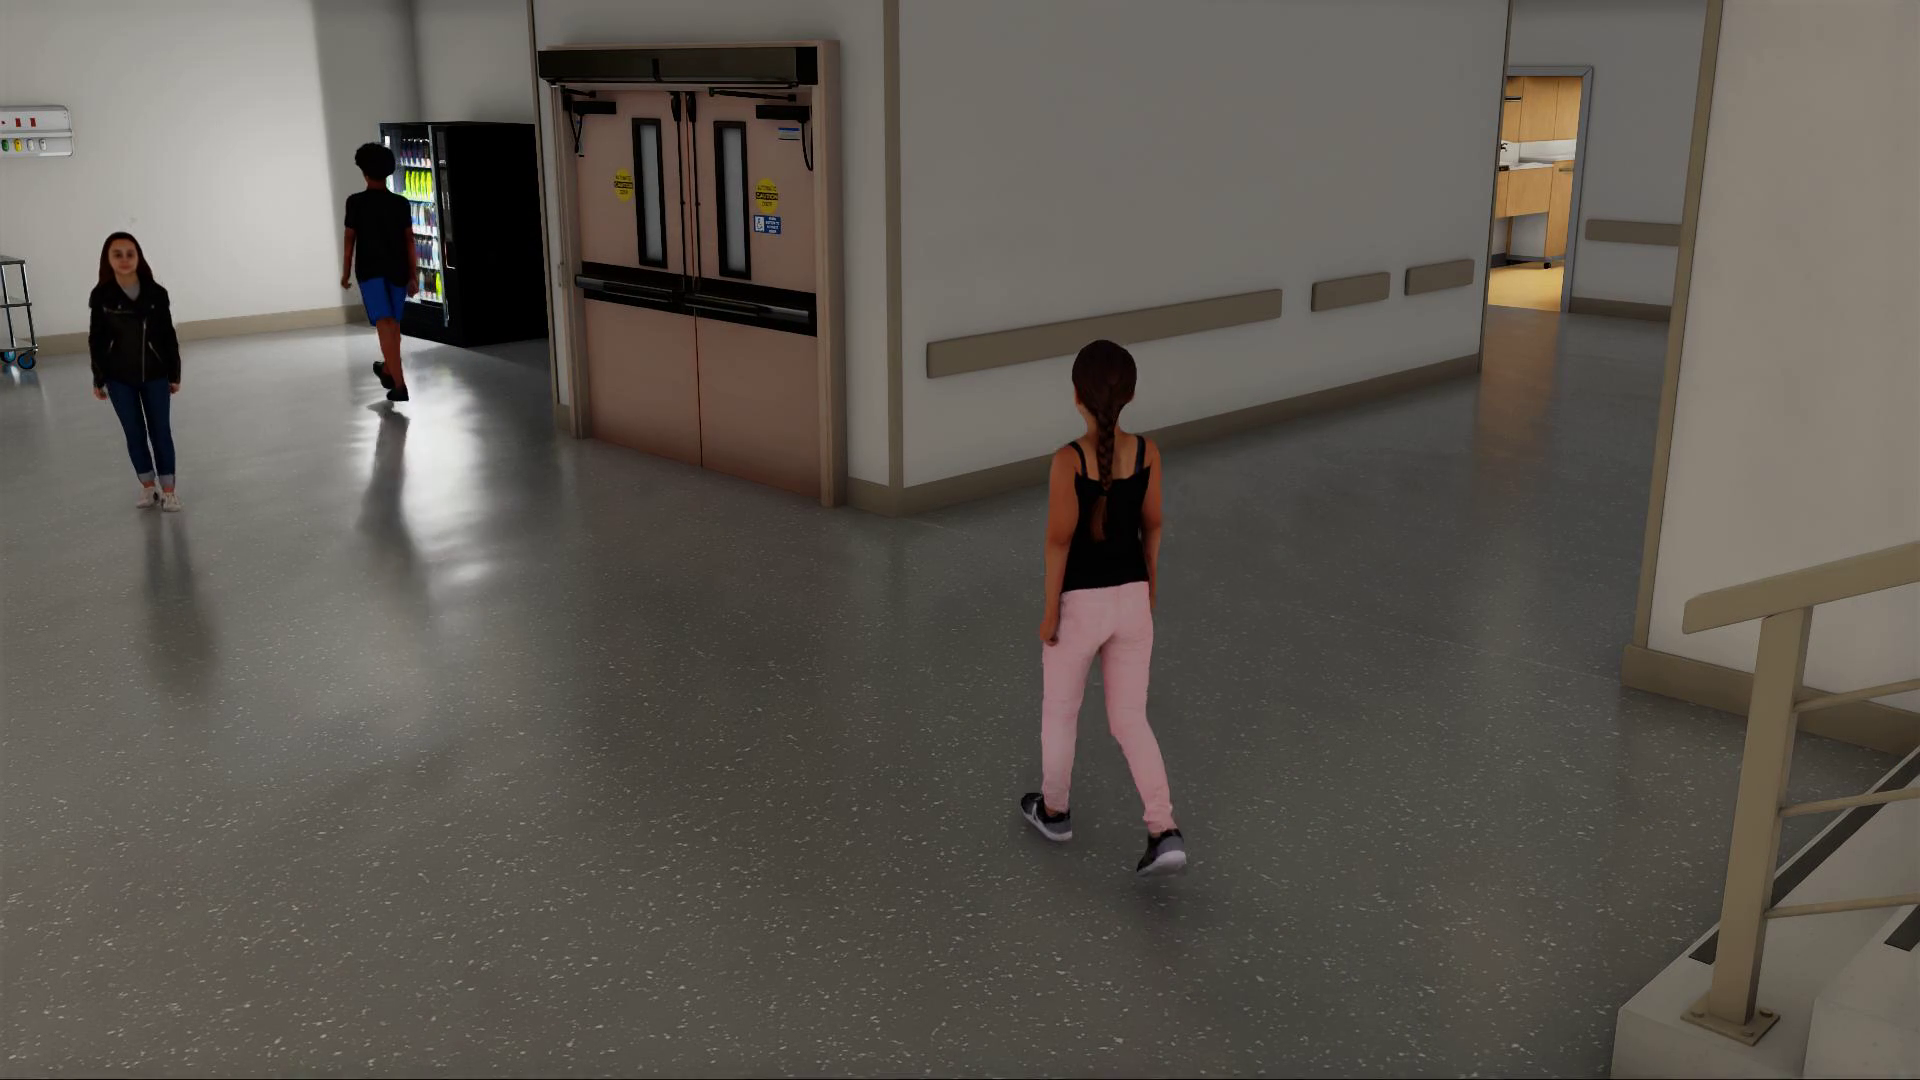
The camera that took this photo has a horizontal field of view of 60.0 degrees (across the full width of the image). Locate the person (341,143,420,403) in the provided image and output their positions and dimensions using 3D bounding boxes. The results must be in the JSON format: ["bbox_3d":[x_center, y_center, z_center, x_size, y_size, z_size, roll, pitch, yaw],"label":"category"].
[{"bbox_3d":[-3.965,-1.798,11.491,0.760,1.747,1.201,-11,19,-34],"label":"person"}]

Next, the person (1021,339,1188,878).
[{"bbox_3d":[0.432,0.228,4.687,0.795,1.539,1.047,-5,17,-18],"label":"person"}]

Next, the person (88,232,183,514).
[{"bbox_3d":[-4.328,-0.878,8.746,0.742,1.465,0.865,-5,17,-18],"label":"person"}]
